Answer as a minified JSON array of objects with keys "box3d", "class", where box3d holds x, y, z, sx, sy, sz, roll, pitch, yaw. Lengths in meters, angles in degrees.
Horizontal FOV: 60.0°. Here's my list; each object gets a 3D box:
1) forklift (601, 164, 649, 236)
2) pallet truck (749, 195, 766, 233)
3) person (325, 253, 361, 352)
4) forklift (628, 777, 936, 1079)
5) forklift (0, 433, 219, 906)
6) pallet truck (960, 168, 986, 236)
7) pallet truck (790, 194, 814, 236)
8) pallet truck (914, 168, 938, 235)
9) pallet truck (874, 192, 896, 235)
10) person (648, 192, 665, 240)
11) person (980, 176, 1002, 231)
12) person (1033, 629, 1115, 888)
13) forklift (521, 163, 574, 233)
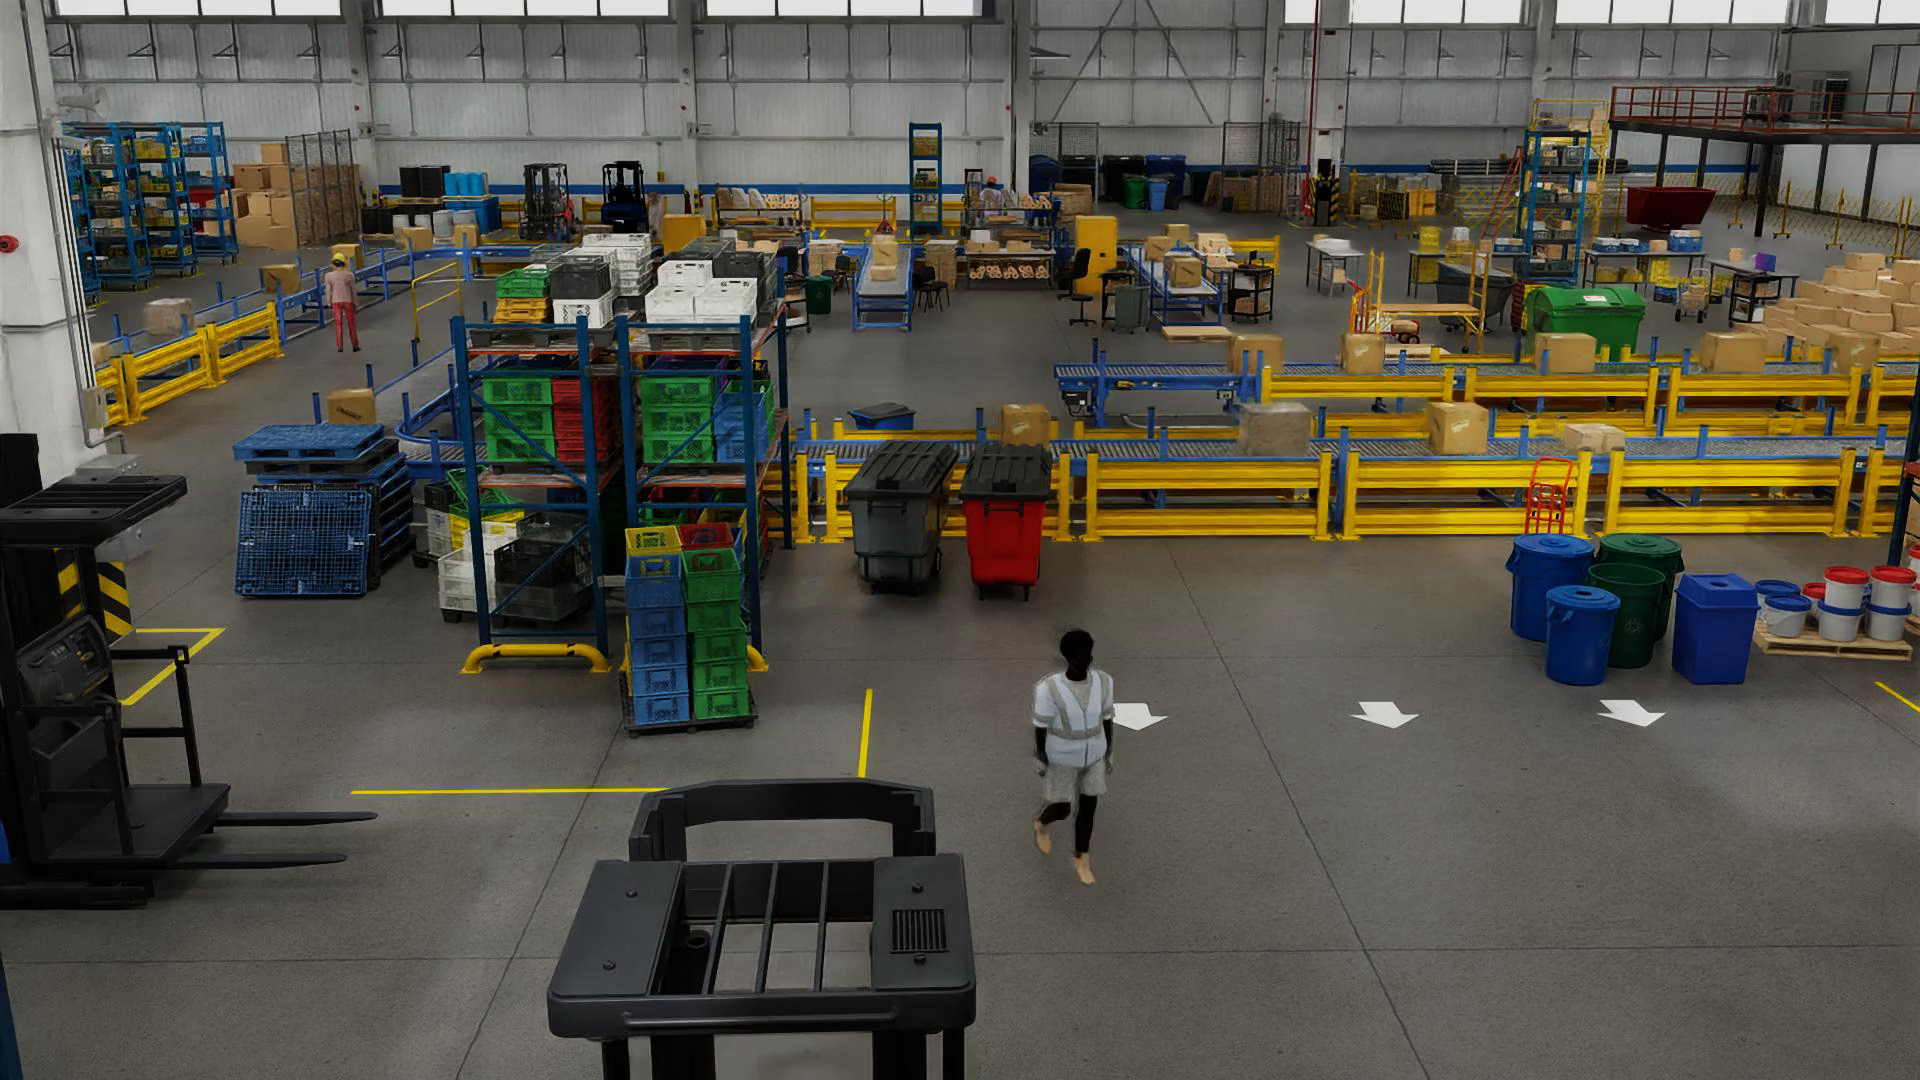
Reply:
[{"box3d":[-9.948,-10.127,49.296,1.157,1.987,2.680,-1,16,-3],"class":"forklift"},{"box3d":[-6.051,-9.967,50.660,0.680,1.201,1.601,0,16,-1],"class":"pallet truck"},{"box3d":[-11.085,-4.261,29.875,0.533,1.765,0.329,-3,16,-11],"class":"person"},{"box3d":[-0.542,2.165,5.552,1.129,2.768,1.873,-1,16,-2],"class":"forklift"},{"box3d":[-5.952,0.780,10.366,1.873,2.768,1.129,0,16,-1],"class":"forklift"},{"box3d":[0.383,-10.230,50.206,0.823,1.965,1.885,-1,16,-3],"class":"pallet truck"},{"box3d":[-4.814,-9.883,50.259,0.704,1.261,1.522,-1,16,-3],"class":"pallet truck"},{"box3d":[-0.989,-10.316,50.507,0.823,1.965,1.885,1,16,3],"class":"pallet truck"},{"box3d":[-2.277,-9.986,50.594,0.653,1.274,1.630,0,16,-1],"class":"pallet truck"},{"box3d":[-7.835,-7.976,42.628,0.995,1.856,0.641,-13,20,-37],"class":"person"},{"box3d":[0.859,-8.939,45.636,0.608,2.045,0.391,4,16,13],"class":"person"},{"box3d":[0.707,1.342,10.541,0.540,1.684,0.491,-6,17,-21],"class":"person"},{"box3d":[-12.233,-10.122,49.298,1.157,1.987,2.680,0,16,-1],"class":"forklift"}]
